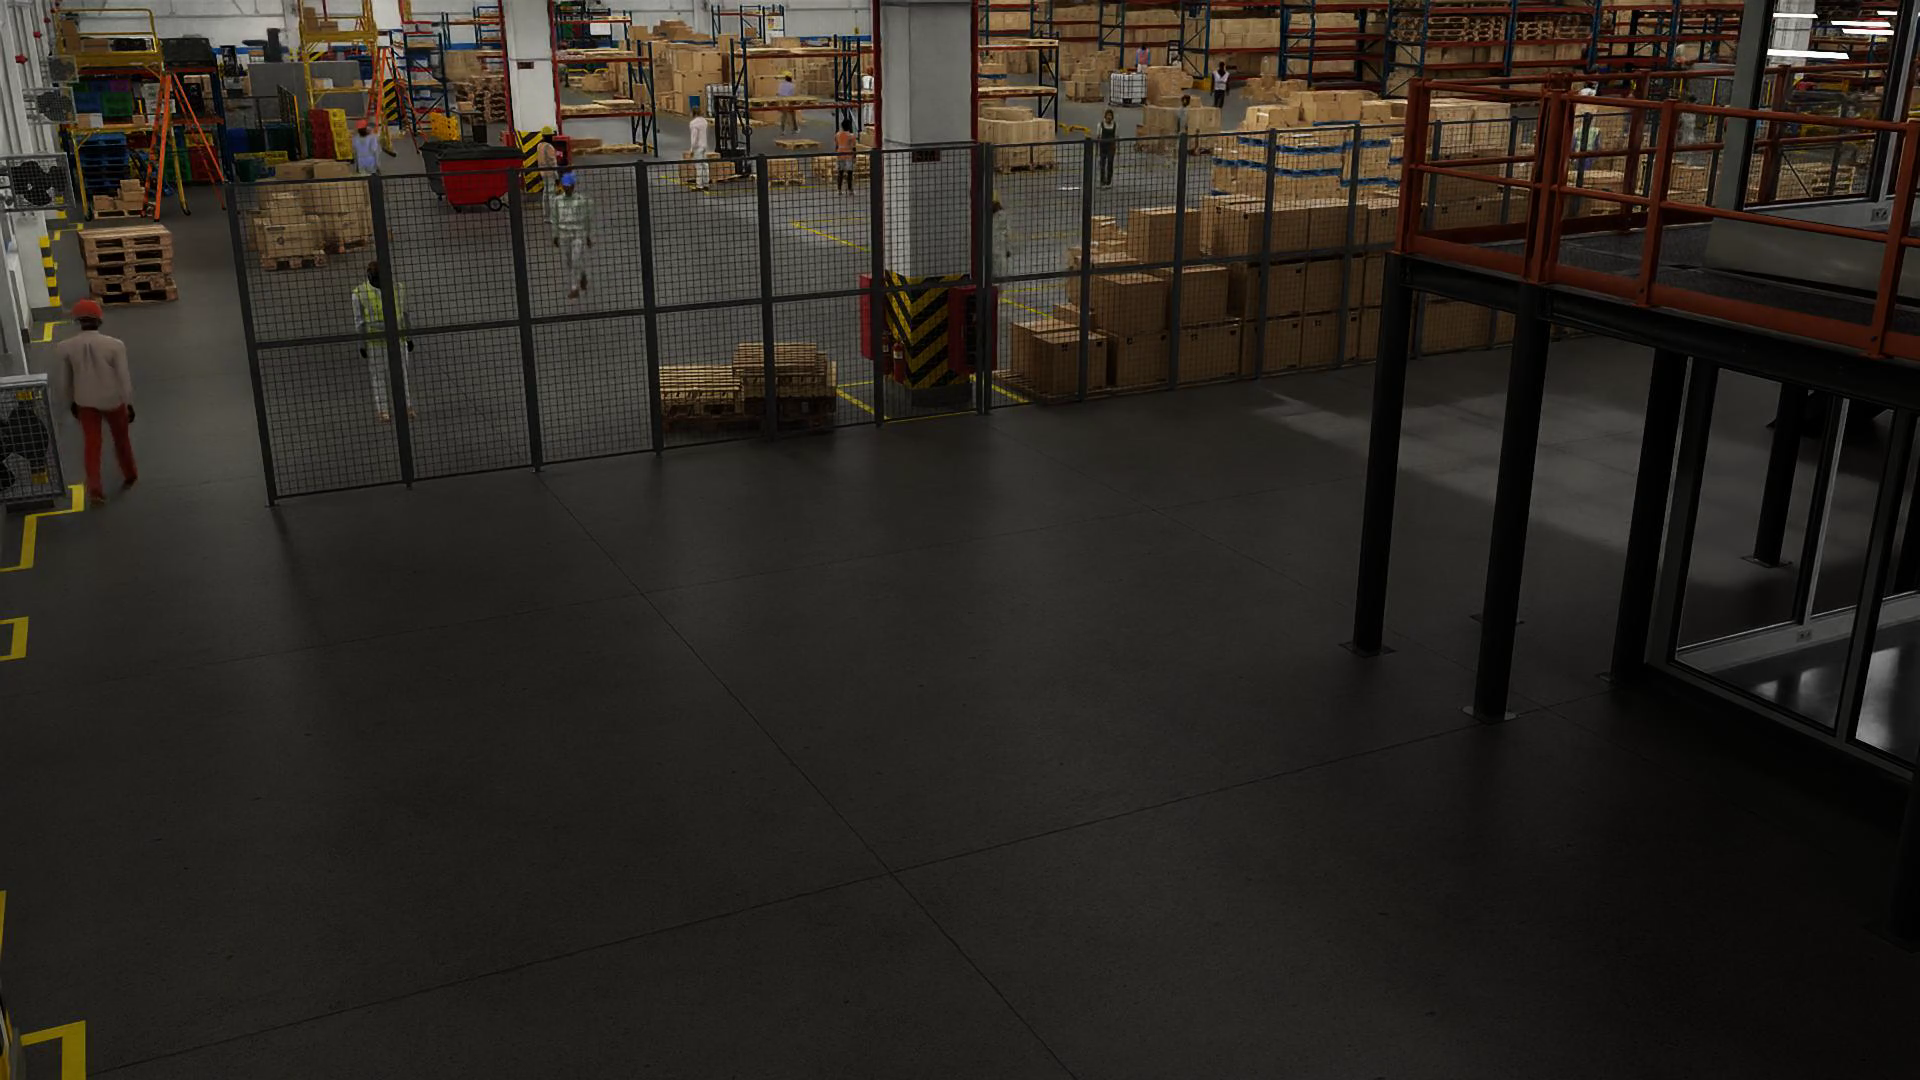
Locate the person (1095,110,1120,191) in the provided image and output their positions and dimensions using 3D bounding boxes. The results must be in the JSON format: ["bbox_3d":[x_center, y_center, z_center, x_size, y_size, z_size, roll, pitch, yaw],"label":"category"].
[{"bbox_3d":[3.394,-8.937,38.192,0.563,1.806,0.883,0,19,0],"label":"person"}]

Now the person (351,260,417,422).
[{"bbox_3d":[-6.486,-2.249,18.779,0.635,1.833,0.429,-14,24,-36],"label":"person"}]

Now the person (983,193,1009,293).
[{"bbox_3d":[0.454,-4.360,25.065,0.514,1.704,0.832,5,20,15],"label":"person"}]

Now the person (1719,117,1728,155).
[{"bbox_3d":[16.176,-7.959,35.165,0.358,1.938,0.548,10,21,26],"label":"person"}]

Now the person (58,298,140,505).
[{"bbox_3d":[-8.276,-1.339,15.975,0.629,1.948,1.047,-5,20,-13],"label":"person"}]

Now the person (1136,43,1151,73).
[{"bbox_3d":[7.922,-20.596,72.005,0.641,1.793,0.952,3,19,8],"label":"person"}]

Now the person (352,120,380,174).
[{"bbox_3d":[-12.517,-7.917,35.129,0.558,1.890,0.977,0,19,0],"label":"person"}]

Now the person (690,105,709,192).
[{"bbox_3d":[-5.973,-8.943,38.015,0.372,1.940,0.627,8,20,21],"label":"person"}]

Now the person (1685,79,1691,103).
[{"bbox_3d":[24.610,-14.958,55.931,0.599,1.608,0.514,-10,21,-27],"label":"person"}]

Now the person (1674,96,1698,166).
[{"bbox_3d":[18.442,-10.351,42.275,0.517,1.834,0.917,-3,19,-9],"label":"person"}]

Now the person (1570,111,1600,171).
[{"bbox_3d":[13.823,-8.524,36.856,0.599,1.899,0.766,10,21,27],"label":"person"}]

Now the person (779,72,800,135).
[{"bbox_3d":[-5.285,-13.433,51.128,0.606,1.873,0.986,8,21,23],"label":"person"}]

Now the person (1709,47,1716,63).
[{"bbox_3d":[32.661,-20.588,72.300,0.706,1.587,0.566,5,20,13],"label":"person"}]

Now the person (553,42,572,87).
[{"bbox_3d":[-16.962,-20.202,70.749,0.589,1.884,0.884,14,24,36],"label":"person"}]

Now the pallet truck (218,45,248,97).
[{"bbox_3d":[-28.879,-18.665,66.111,0.823,1.965,1.885,-3,19,-9],"label":"pallet truck"}]

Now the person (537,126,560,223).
[{"bbox_3d":[-8.211,-7.311,33.309,0.382,1.923,0.620,-17,25,-40],"label":"person"}]

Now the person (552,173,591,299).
[{"bbox_3d":[-6.036,-4.772,25.946,0.624,1.927,0.780,4,19,10],"label":"person"}]

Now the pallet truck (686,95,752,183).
[{"bbox_3d":[-5.836,-9.608,39.856,0.823,1.965,1.885,10,22,27],"label":"pallet truck"}]

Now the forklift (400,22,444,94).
[{"bbox_3d":[-21.903,-19.312,66.653,1.129,2.768,1.873,13,23,33],"label":"forklift"}]

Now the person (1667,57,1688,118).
[{"bbox_3d":[24.443,-15.427,56.726,0.611,1.996,0.378,6,20,17],"label":"person"}]

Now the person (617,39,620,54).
[{"bbox_3d":[-14.702,-20.862,72.602,0.783,1.913,0.650,0,19,1],"label":"person"}]

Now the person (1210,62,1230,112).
[{"bbox_3d":[8.778,-15.114,55.977,0.631,1.889,0.811,-1,19,-2],"label":"person"}]

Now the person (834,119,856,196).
[{"bbox_3d":[-2.580,-8.610,37.432,0.535,1.691,0.320,6,20,18],"label":"person"}]

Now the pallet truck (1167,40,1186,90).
[{"bbox_3d":[9.045,-19.971,69.895,0.823,1.965,1.885,-3,19,-8],"label":"pallet truck"}]

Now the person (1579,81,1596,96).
[{"bbox_3d":[18.024,-12.328,47.876,0.578,1.908,0.743,-10,21,-27],"label":"person"}]

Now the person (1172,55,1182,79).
[{"bbox_3d":[8.548,-18.307,65.612,0.514,1.639,0.310,-16,25,-39],"label":"person"}]

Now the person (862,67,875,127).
[{"bbox_3d":[-2.912,-14.256,53.522,0.568,1.878,0.351,16,25,39],"label":"person"}]

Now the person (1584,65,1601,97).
[{"bbox_3d":[19.815,-13.873,52.154,0.537,2.000,0.675,3,19,7],"label":"person"}]

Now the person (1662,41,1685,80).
[{"bbox_3d":[31.547,-21.085,73.168,0.613,1.965,1.120,-9,21,-24],"label":"person"}]

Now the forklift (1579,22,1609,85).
[{"bbox_3d":[24.982,-19.262,66.507,1.873,2.768,1.129,-9,21,-25],"label":"forklift"}]

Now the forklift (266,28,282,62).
[{"bbox_3d":[-24.567,-16.973,59.873,1.873,2.768,1.129,-9,21,-25],"label":"forklift"}]

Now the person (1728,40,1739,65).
[{"bbox_3d":[33.581,-20.728,72.261,0.418,1.883,0.658,-5,20,-14],"label":"person"}]

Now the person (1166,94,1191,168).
[{"bbox_3d":[5.633,-10.477,42.612,0.500,1.848,0.519,9,21,25],"label":"person"}]

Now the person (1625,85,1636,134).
[{"bbox_3d":[19.438,-12.299,48.062,0.521,1.731,0.857,3,19,10],"label":"person"}]

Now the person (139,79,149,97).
[{"bbox_3d":[-25.135,-13.426,51.477,0.515,1.634,0.314,9,21,24],"label":"person"}]
